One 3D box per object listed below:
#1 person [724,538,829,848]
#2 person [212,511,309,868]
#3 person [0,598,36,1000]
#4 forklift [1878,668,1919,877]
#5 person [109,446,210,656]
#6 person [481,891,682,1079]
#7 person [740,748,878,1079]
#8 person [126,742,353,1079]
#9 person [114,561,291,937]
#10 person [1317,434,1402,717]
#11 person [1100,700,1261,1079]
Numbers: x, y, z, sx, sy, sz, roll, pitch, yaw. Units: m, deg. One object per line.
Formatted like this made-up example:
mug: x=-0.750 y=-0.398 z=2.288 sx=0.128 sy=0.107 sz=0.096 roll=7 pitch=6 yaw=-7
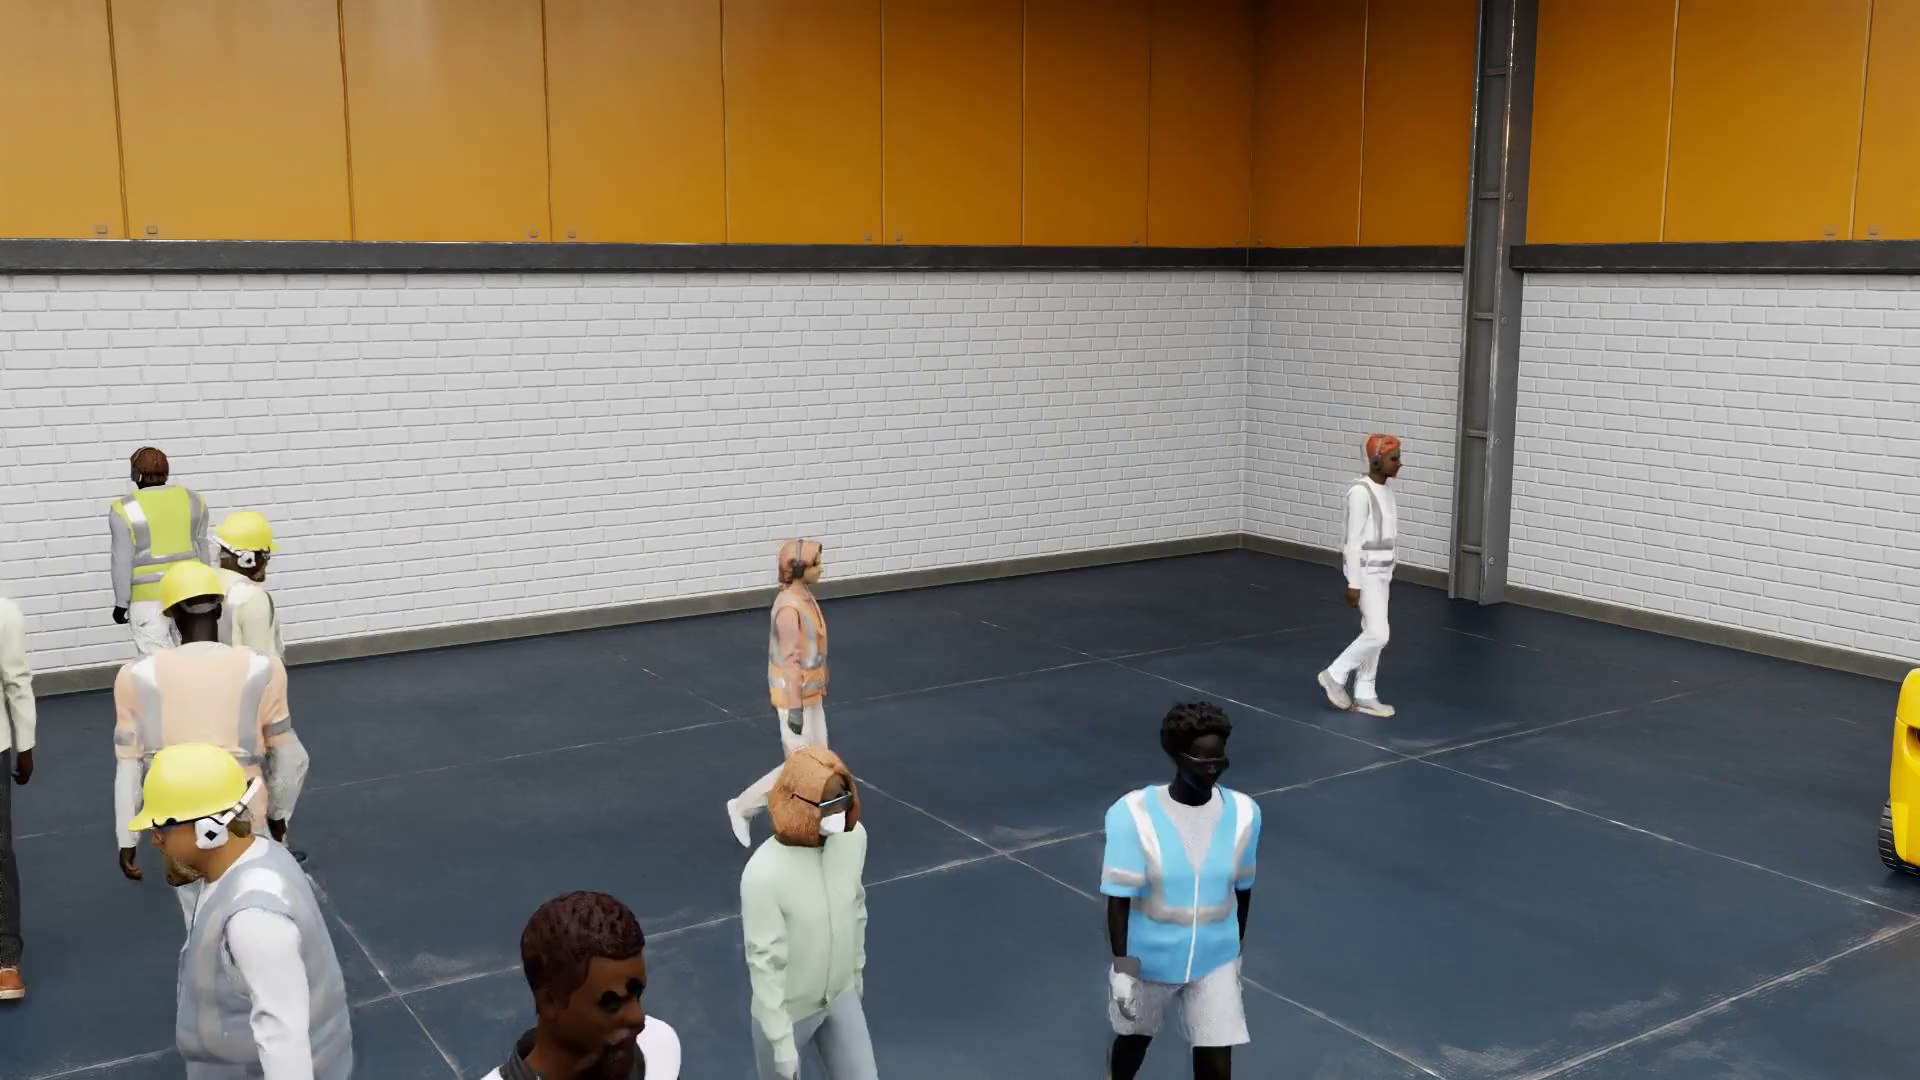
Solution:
person: x=-0.857 y=0.790 z=8.299 sx=0.545 sy=1.621 sz=0.529 roll=1 pitch=9 yaw=6
person: x=-3.426 y=0.760 z=7.951 sx=0.646 sy=1.792 sz=0.603 roll=7 pitch=12 yaw=37
person: x=-4.076 y=0.889 z=6.699 sx=0.619 sy=1.956 sz=0.909 roll=-4 pitch=10 yaw=-25
forklift: x=5.511 y=0.571 z=7.906 sx=2.313 sy=2.155 sz=1.214 roll=-6 pitch=11 yaw=-33
person: x=-4.994 y=0.334 z=10.391 sx=0.430 sy=1.845 sz=0.619 roll=7 pitch=12 yaw=36
person: x=-0.594 y=1.543 z=2.965 sx=0.832 sy=1.887 sz=0.591 roll=4 pitch=10 yaw=23
person: x=-0.374 y=1.381 z=4.782 sx=0.750 sy=1.597 sz=0.525 roll=9 pitch=13 yaw=43
person: x=-1.724 y=1.377 z=4.259 sx=0.631 sy=1.803 sz=0.601 roll=-4 pitch=10 yaw=-24
person: x=-2.821 y=1.014 z=6.244 sx=0.602 sy=1.854 sz=0.960 roll=-4 pitch=10 yaw=-21
person: x=2.686 y=0.238 z=10.884 sx=0.447 sy=1.871 sz=0.597 roll=6 pitch=11 yaw=34
person: x=0.667 y=1.282 z=5.253 sx=0.535 sy=1.660 sz=0.876 roll=-2 pitch=10 yaw=-9
